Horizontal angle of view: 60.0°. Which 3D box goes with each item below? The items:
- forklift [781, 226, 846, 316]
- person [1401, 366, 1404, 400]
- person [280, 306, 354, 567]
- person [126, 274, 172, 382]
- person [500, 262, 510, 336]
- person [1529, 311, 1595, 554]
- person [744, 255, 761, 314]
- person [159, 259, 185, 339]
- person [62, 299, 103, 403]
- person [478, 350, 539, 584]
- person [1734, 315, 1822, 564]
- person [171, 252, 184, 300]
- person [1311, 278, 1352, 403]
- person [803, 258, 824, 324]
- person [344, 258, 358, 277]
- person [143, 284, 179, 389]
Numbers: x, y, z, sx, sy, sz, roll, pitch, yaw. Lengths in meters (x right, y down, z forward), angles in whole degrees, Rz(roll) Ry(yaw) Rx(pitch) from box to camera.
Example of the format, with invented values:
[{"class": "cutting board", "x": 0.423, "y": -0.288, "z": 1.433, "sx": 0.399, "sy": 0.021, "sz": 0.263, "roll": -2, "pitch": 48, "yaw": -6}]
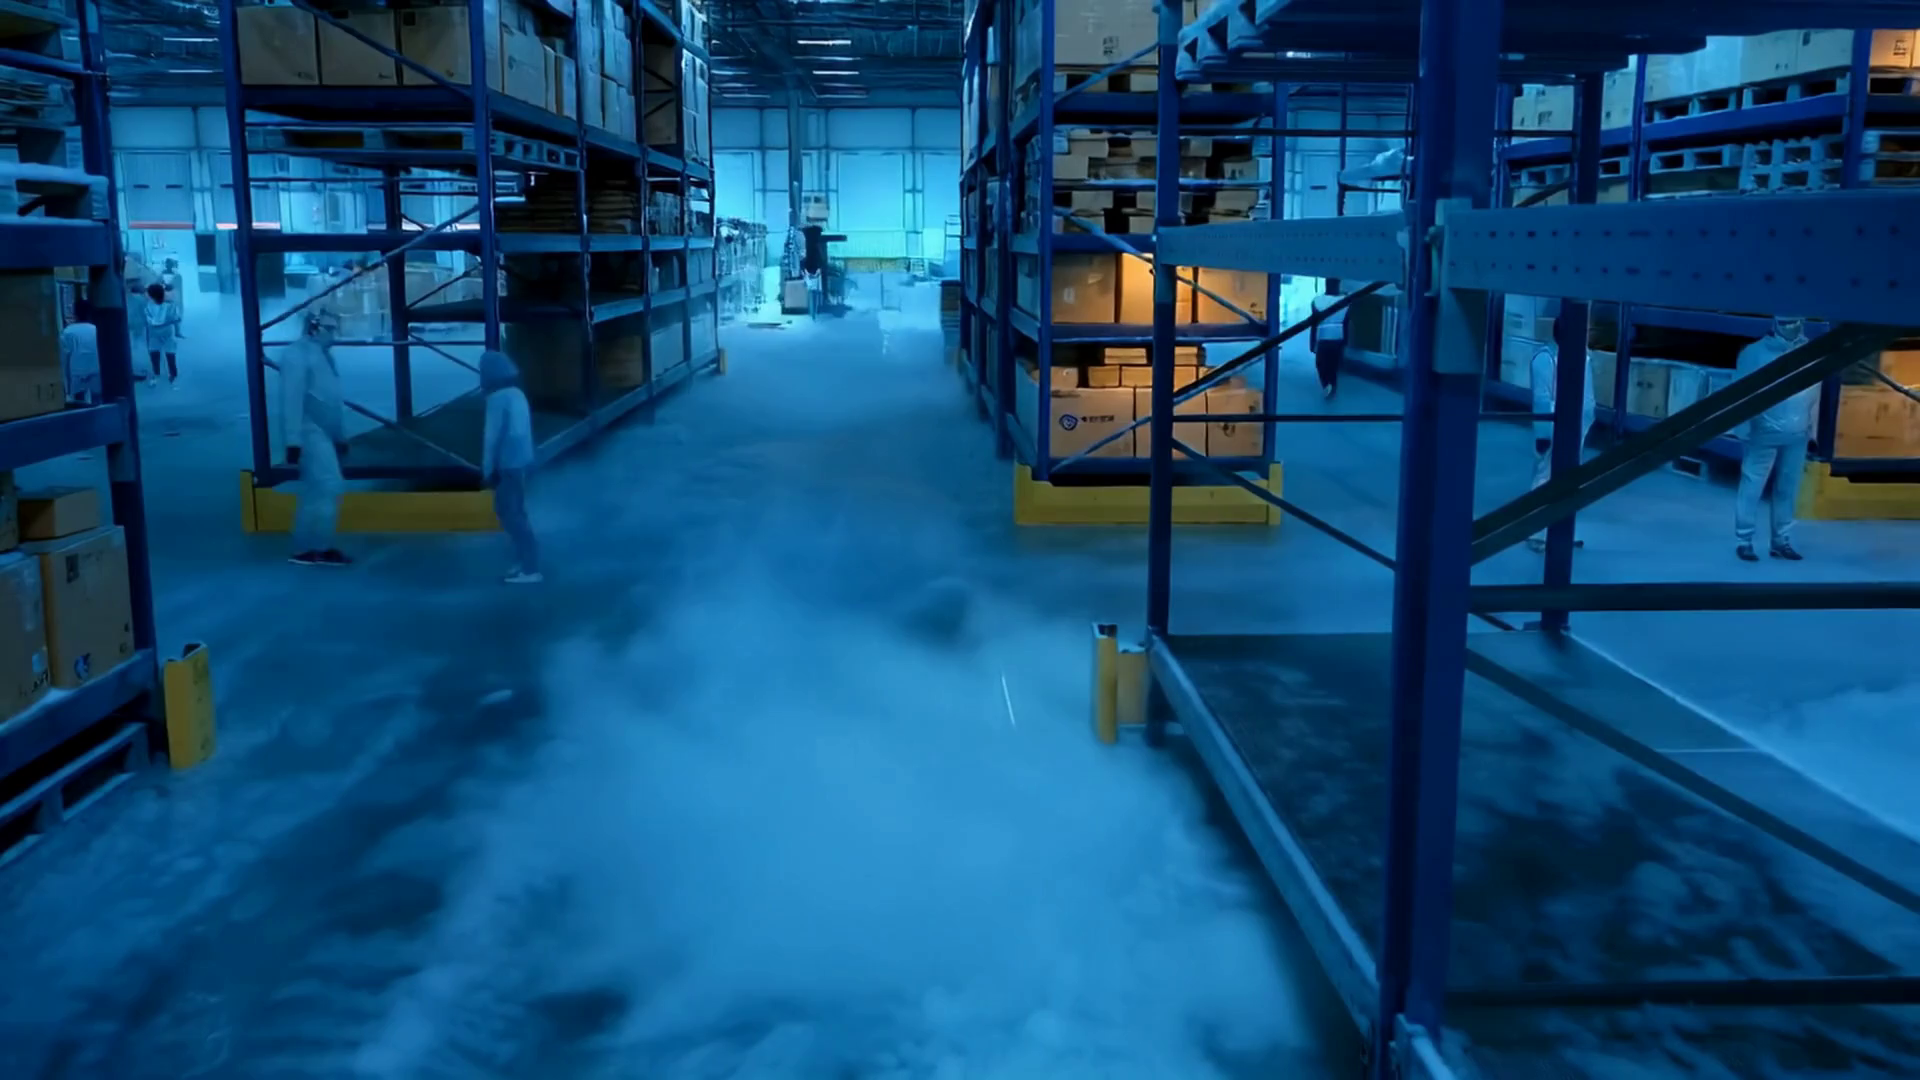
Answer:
[{"class": "forklift", "x": -4.627, "y": -8.441, "z": 52.142, "sx": 1.873, "sy": 2.768, "sz": 1.129, "roll": -3, "pitch": 11, "yaw": -16}, {"class": "person", "x": 4.852, "y": -1.573, "z": 17.398, "sx": 0.526, "sy": 1.619, "sz": 0.350, "roll": -1, "pitch": 10, "yaw": -7}, {"class": "person", "x": -4.591, "y": -0.740, "z": 12.024, "sx": 0.644, "sy": 1.877, "sz": 0.663, "roll": -1, "pitch": 10, "yaw": -4}, {"class": "person", "x": -13.566, "y": -3.516, "z": 27.710, "sx": 0.851, "sy": 1.793, "sz": 0.604, "roll": 6, "pitch": 12, "yaw": 29}, {"class": "person", "x": -8.696, "y": -4.390, "z": 32.124, "sx": 0.608, "sy": 1.966, "sz": 0.374, "roll": 1, "pitch": 10, "yaw": 5}, {"class": "person", "x": 4.549, "y": -0.813, "z": 12.545, "sx": 0.621, "sy": 1.845, "sz": 0.429, "roll": -9, "pitch": 13, "yaw": -40}, {"class": "person", "x": -6.841, "y": -8.350, "z": 54.327, "sx": 0.731, "sy": 1.919, "sz": 0.634, "roll": 9, "pitch": 13, "yaw": 41}, {"class": "person", "x": -18.874, "y": -5.751, "z": 39.826, "sx": 0.384, "sy": 1.929, "sz": 0.539, "roll": 3, "pitch": 11, "yaw": 18}, {"class": "person", "x": -10.081, "y": -1.945, "z": 19.280, "sx": 0.559, "sy": 1.677, "sz": 0.485, "roll": -6, "pitch": 12, "yaw": -28}, {"class": "person", "x": -3.097, "y": -0.485, "z": 11.354, "sx": 0.463, "sy": 1.614, "sz": 0.498, "roll": 1, "pitch": 10, "yaw": 5}, {"class": "person", "x": 5.989, "y": -0.779, "z": 12.173, "sx": 0.643, "sy": 1.909, "sz": 0.410, "roll": -1, "pitch": 10, "yaw": -7}, {"class": "person", "x": -31.601, "y": -10.589, "z": 66.792, "sx": 0.796, "sy": 1.922, "sz": 0.617, "roll": 5, "pitch": 11, "yaw": 26}, {"class": "person", "x": 5.375, "y": -2.911, "z": 24.070, "sx": 0.595, "sy": 1.902, "sz": 0.619, "roll": 0, "pitch": 10, "yaw": -1}, {"class": "person", "x": -4.225, "y": -7.190, "z": 47.944, "sx": 0.597, "sy": 1.895, "sz": 0.802, "roll": 0, "pitch": 10, "yaw": -1}, {"class": "person", "x": -18.184, "y": -7.498, "z": 49.752, "sx": 0.503, "sy": 1.861, "sz": 0.328, "roll": 3, "pitch": 11, "yaw": 16}, {"class": "person", "x": -12.669, "y": -3.215, "z": 26.394, "sx": 0.558, "sy": 1.671, "sz": 0.614, "roll": -2, "pitch": 10, "yaw": -9}]
